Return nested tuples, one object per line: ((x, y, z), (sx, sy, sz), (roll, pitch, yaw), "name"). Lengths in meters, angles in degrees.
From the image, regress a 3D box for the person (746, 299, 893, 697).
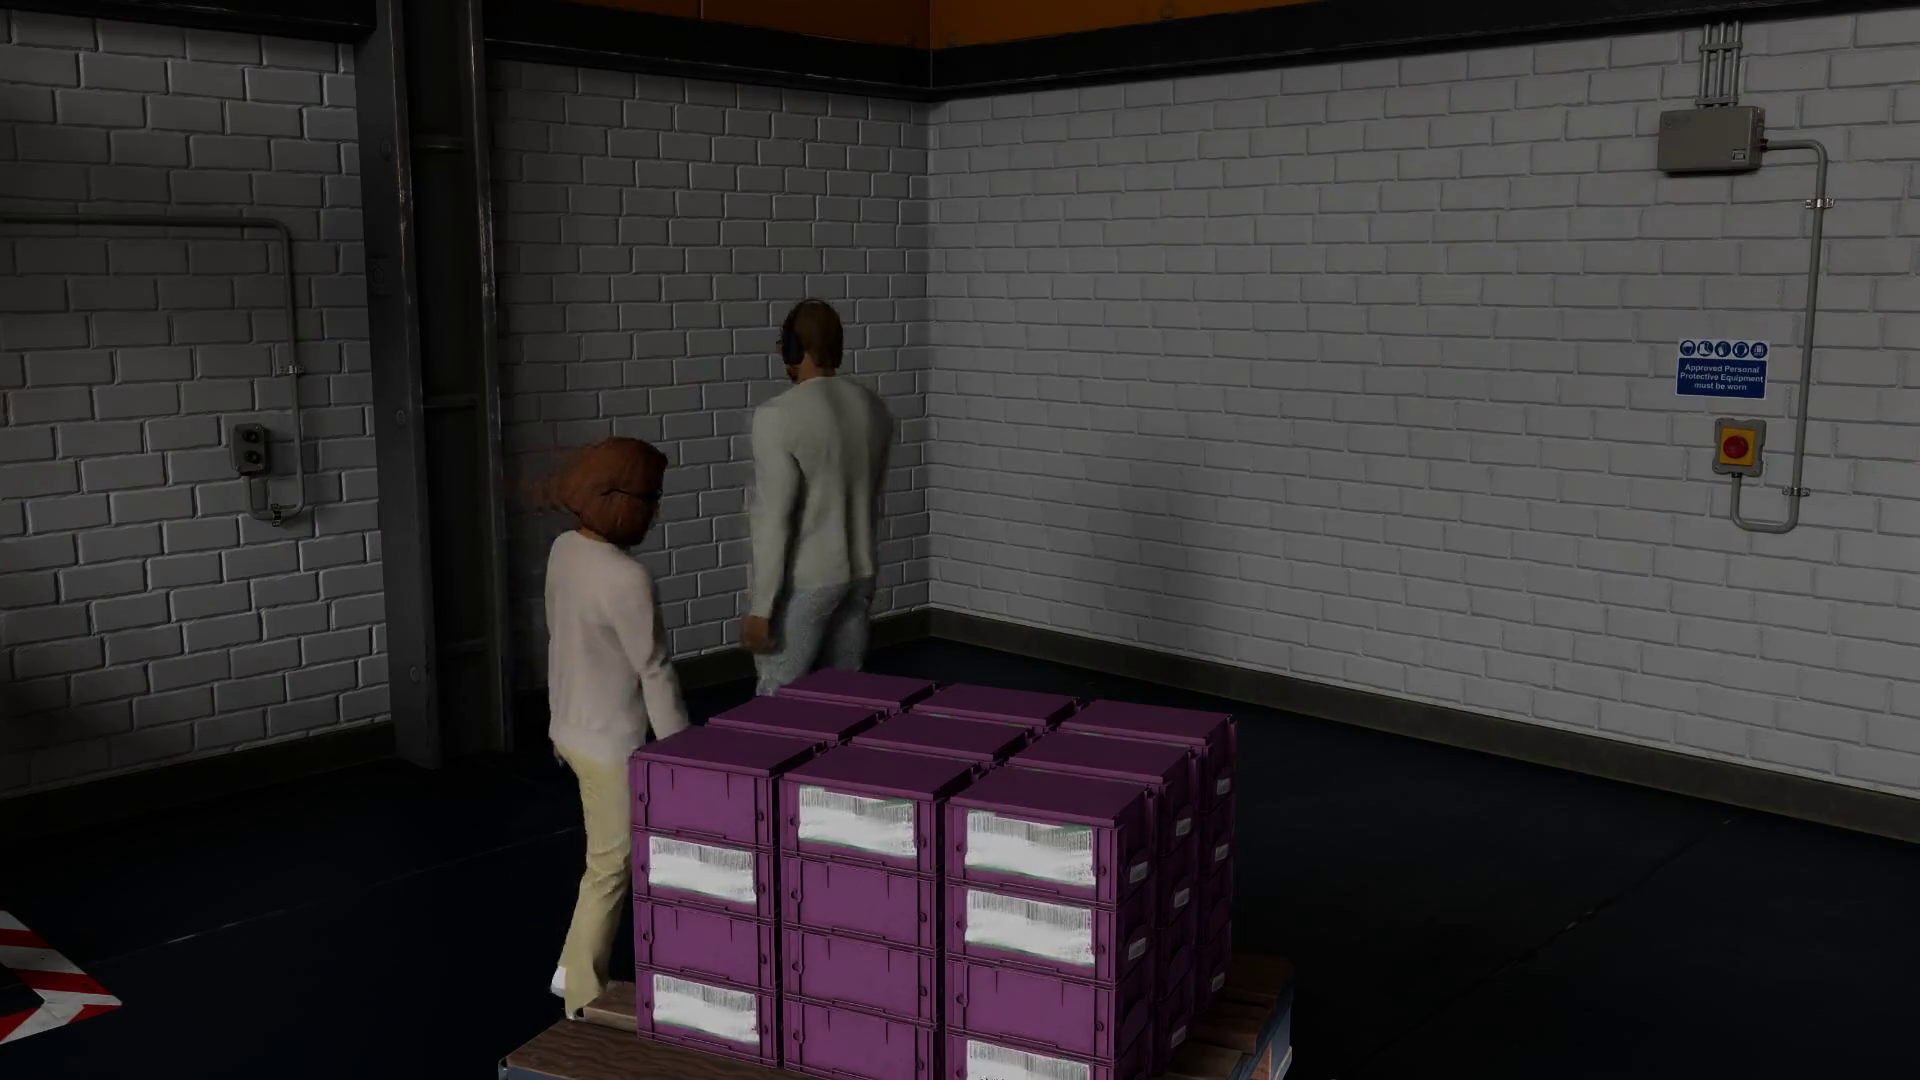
((-0.508, 0.154, 5.675), (0.452, 1.930, 0.641), (7, 12, 38), "person")

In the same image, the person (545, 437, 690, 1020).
((-0.889, 0.532, 4.288), (0.370, 1.609, 0.522), (-6, 11, -31), "person")
